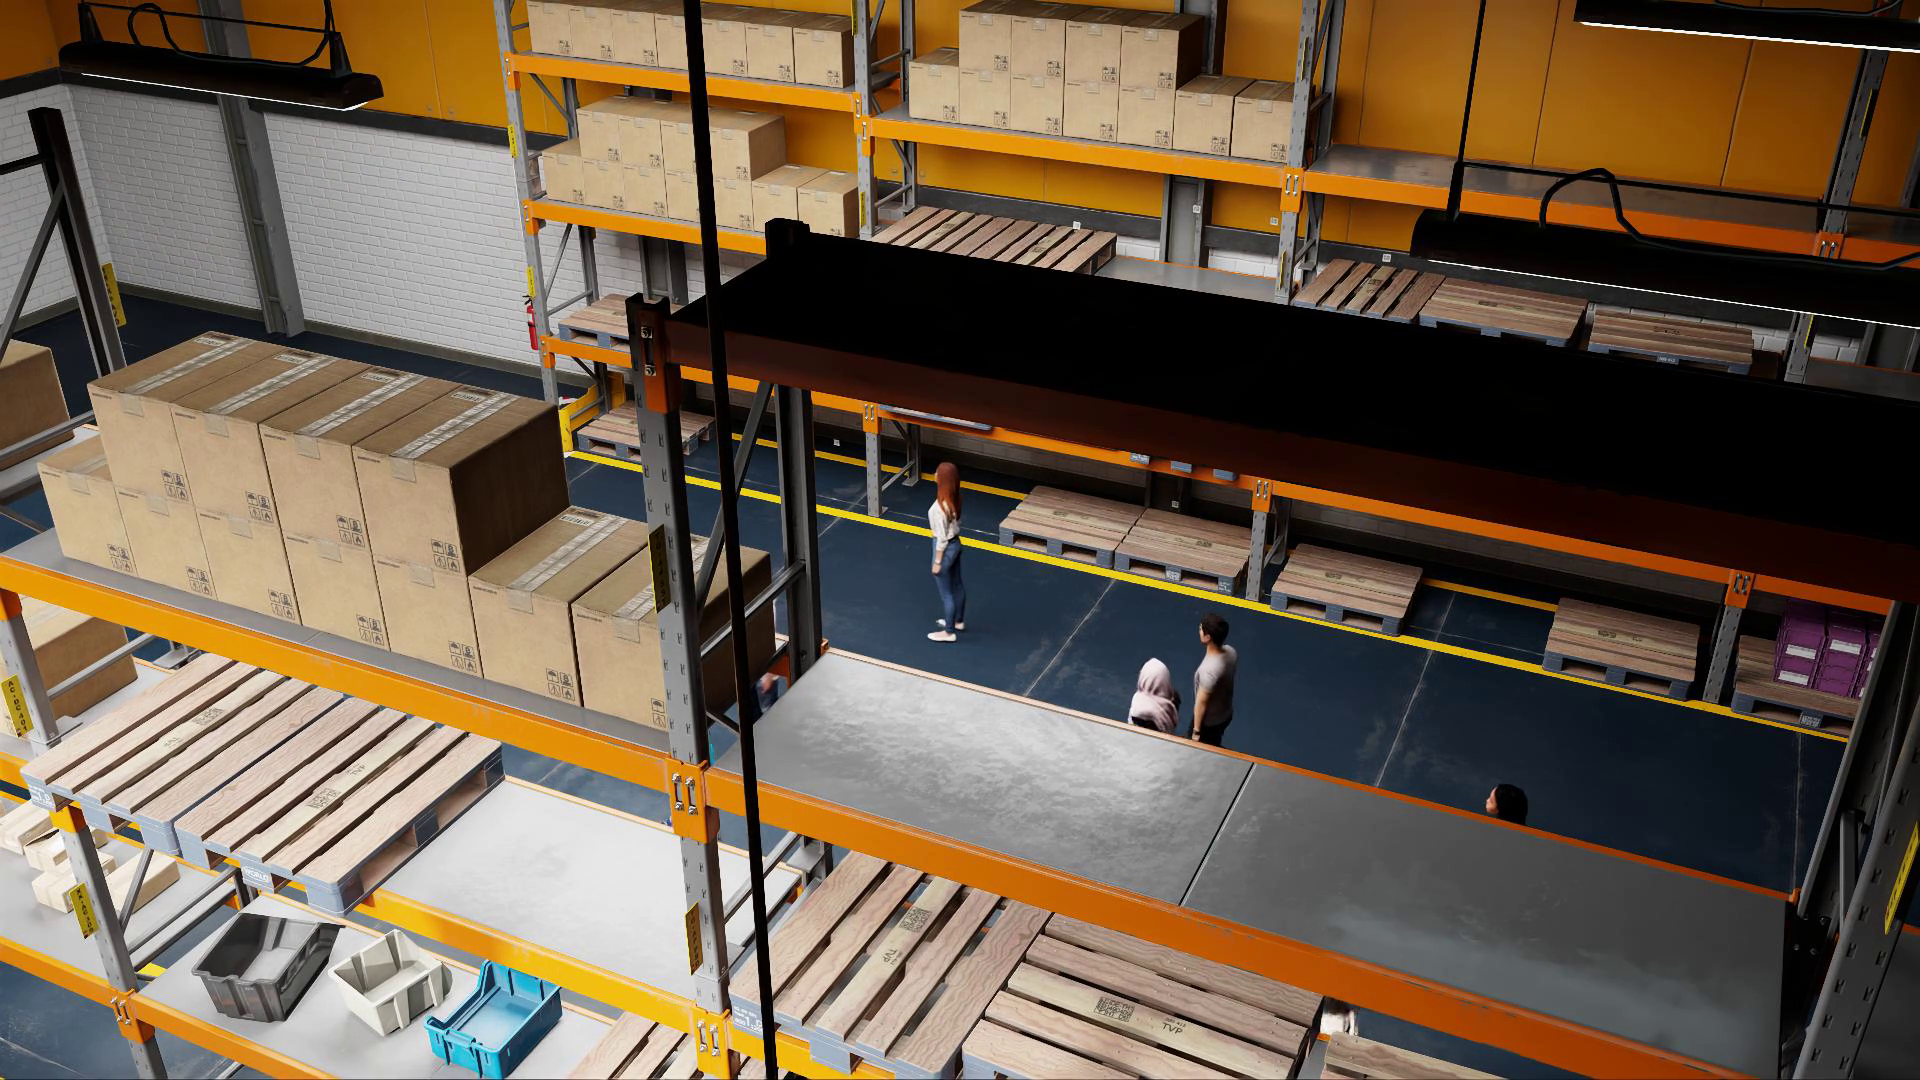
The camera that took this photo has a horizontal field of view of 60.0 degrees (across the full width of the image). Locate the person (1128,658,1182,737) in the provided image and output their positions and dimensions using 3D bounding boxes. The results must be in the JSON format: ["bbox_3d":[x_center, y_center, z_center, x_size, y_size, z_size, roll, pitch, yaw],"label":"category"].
[{"bbox_3d":[1.461,1.592,12.001,0.815,1.622,0.703,20,35,32],"label":"person"}]

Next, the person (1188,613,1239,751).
[{"bbox_3d":[1.962,1.341,12.385,0.963,1.696,0.721,15,32,26],"label":"person"}]

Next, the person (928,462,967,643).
[{"bbox_3d":[-0.102,0.096,14.632,0.499,1.728,0.572,11,31,20],"label":"person"}]

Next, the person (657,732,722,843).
[{"bbox_3d":[-1.948,1.717,11.978,0.980,1.425,0.666,5,29,10],"label":"person"}]
